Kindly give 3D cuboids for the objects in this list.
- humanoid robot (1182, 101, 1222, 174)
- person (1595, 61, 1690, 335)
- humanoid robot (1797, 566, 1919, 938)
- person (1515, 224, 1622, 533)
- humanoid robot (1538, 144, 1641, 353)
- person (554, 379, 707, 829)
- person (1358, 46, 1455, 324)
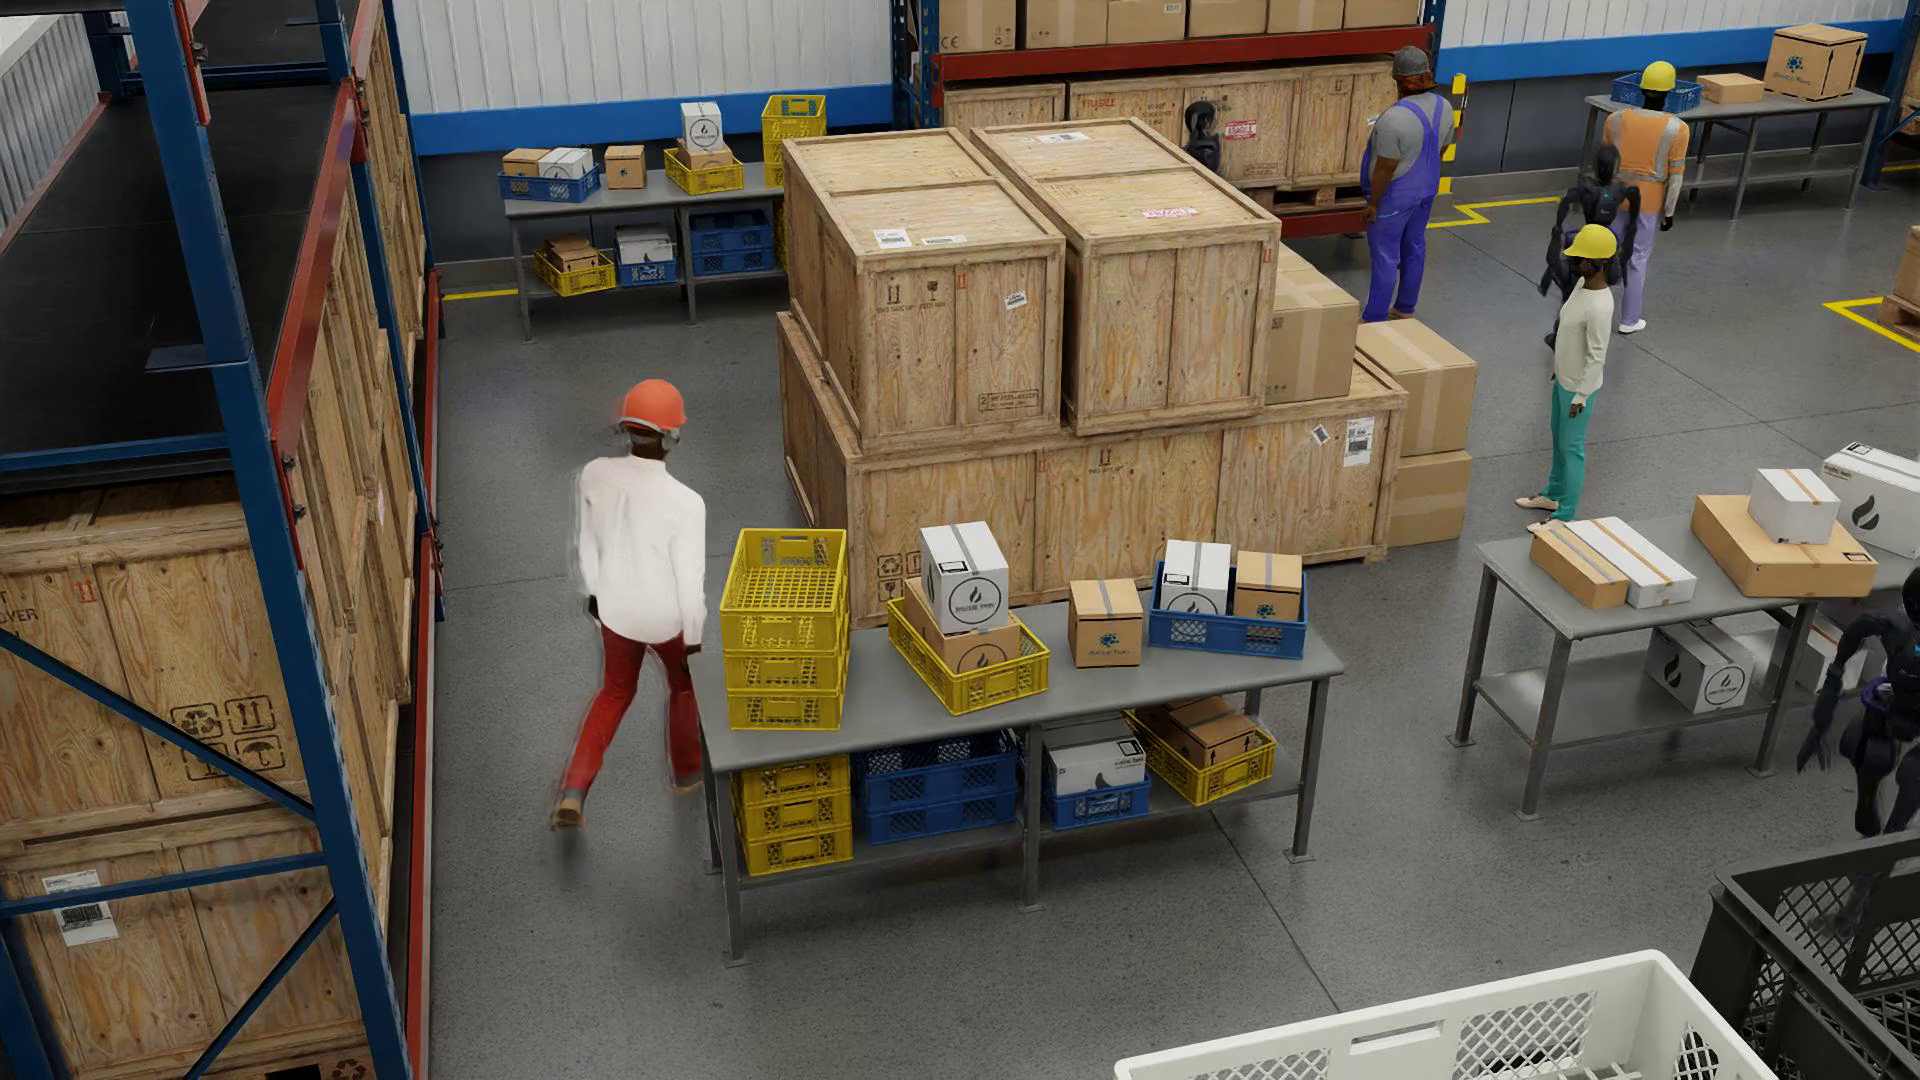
[{"bbox_3d":[1.640,-2.311,11.883,0.718,1.632,0.586,-5,29,-8],"label":"humanoid robot"},{"bbox_3d":[4.770,-2.403,11.758,0.586,1.930,0.361,19,34,31],"label":"person"},{"bbox_3d":[3.593,0.768,6.315,0.800,1.607,0.654,-25,37,-37],"label":"humanoid robot"},{"bbox_3d":[3.357,-0.874,9.150,0.313,1.767,0.534,3,29,6],"label":"person"},{"bbox_3d":[4.184,-1.880,11.116,0.590,1.618,0.727,4,29,8],"label":"humanoid robot"},{"bbox_3d":[-1.335,0.320,6.792,0.661,1.957,0.847,16,32,26],"label":"person"},{"bbox_3d":[3.075,-2.470,11.766,0.673,2.000,0.536,-19,34,-31],"label":"person"}]
